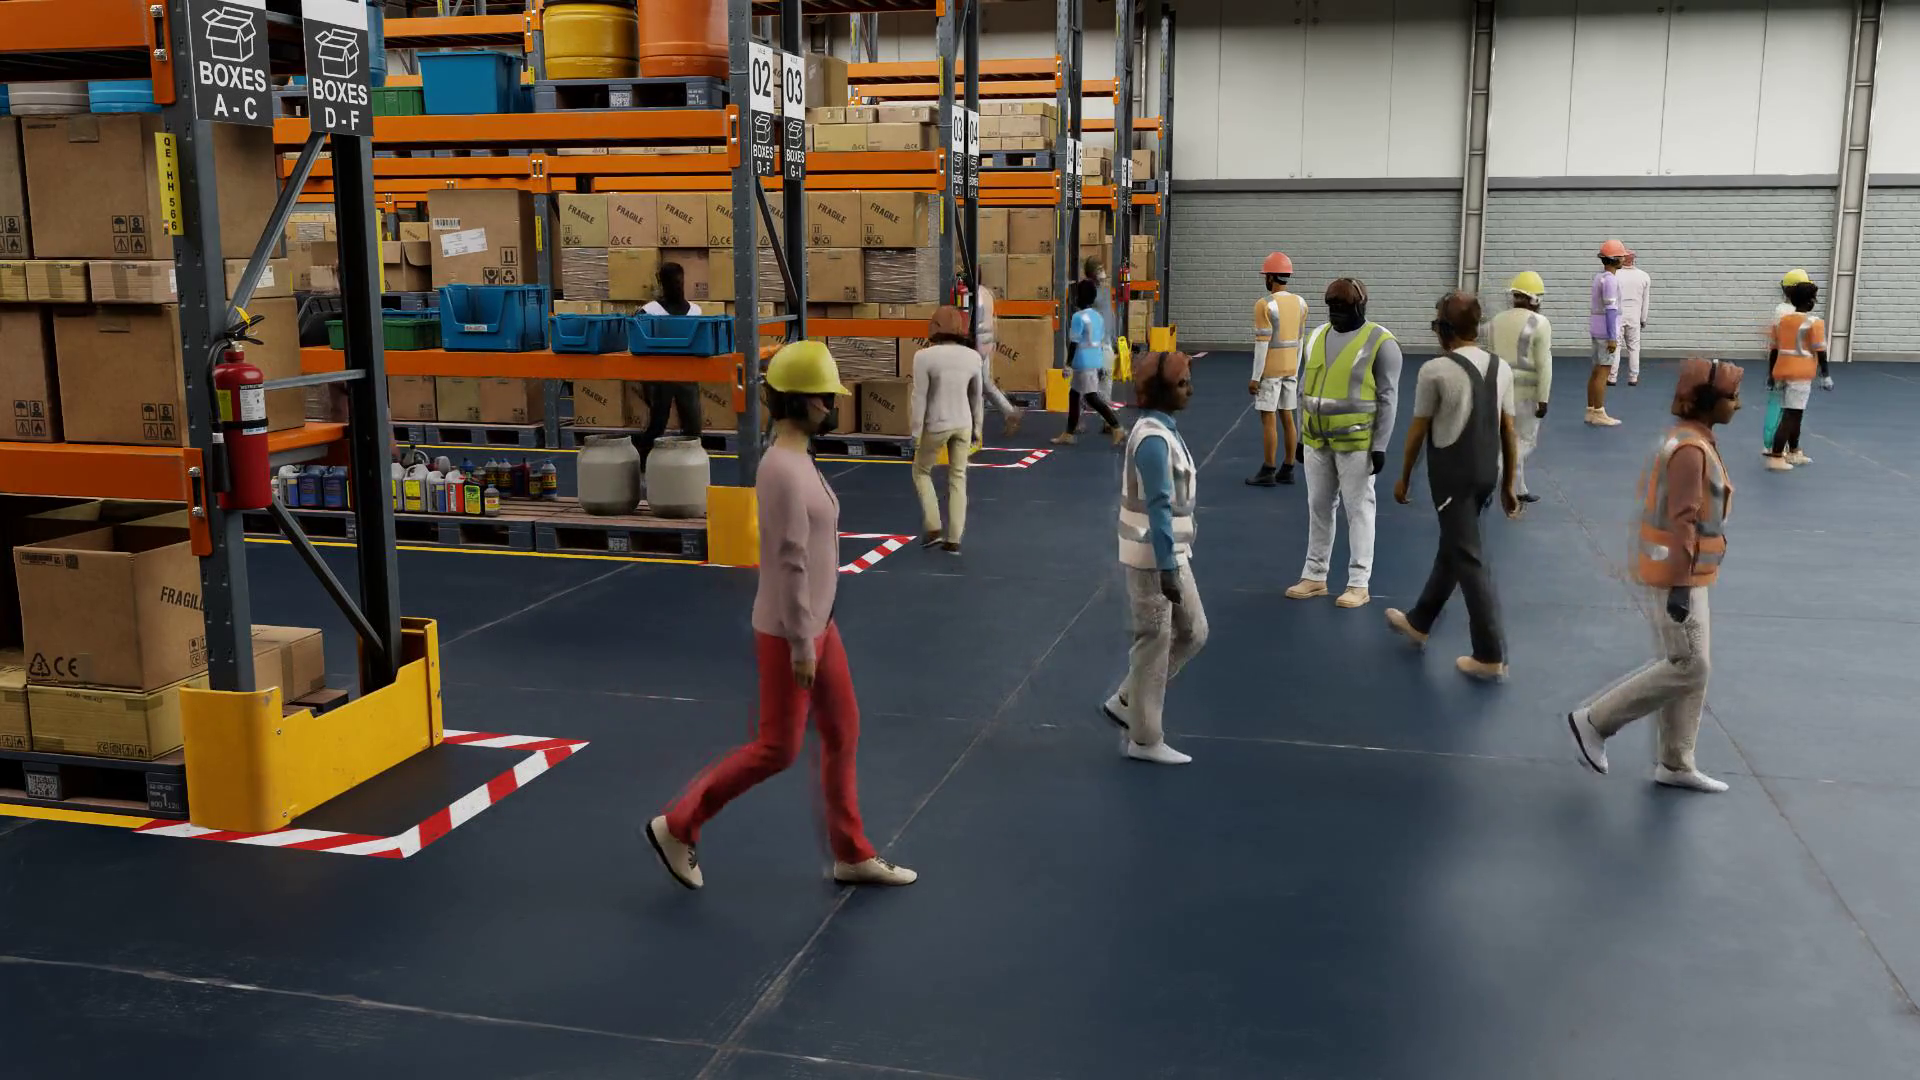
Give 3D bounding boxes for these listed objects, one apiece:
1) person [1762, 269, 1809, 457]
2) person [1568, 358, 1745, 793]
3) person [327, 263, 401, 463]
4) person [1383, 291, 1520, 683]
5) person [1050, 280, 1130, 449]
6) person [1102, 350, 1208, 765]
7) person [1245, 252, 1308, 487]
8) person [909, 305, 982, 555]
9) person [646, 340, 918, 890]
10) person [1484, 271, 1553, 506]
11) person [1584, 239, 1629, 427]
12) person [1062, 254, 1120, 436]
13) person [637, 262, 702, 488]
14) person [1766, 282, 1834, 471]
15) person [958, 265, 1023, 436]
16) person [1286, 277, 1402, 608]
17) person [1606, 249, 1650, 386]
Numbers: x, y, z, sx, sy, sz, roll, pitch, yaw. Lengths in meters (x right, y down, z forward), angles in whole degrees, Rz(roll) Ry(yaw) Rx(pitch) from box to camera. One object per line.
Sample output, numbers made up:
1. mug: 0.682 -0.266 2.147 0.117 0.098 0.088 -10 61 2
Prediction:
1. person: 7.849 -1.670 15.756 0.311 1.769 0.525 10 14 42
2. person: 2.604 0.137 6.131 0.471 1.620 0.538 5 11 26
3. person: -4.998 -1.407 13.985 0.873 1.872 0.683 3 11 18
4. person: 2.325 -0.275 7.936 0.498 1.792 0.935 -5 12 -28
5. person: 1.302 -1.723 16.353 0.862 1.655 0.522 5 11 24
6. person: 0.788 0.082 6.429 0.367 1.626 0.523 3 11 16
7. person: 2.613 -1.406 13.815 0.544 1.939 0.354 -8 13 -36
8. person: -0.102 -0.712 10.837 0.538 1.618 0.403 -5 11 -25
9. person: -0.557 0.255 5.129 0.781 1.740 0.528 1 10 3
10. person: 4.195 -1.132 12.646 0.716 1.815 0.604 -5 11 -26
11. person: 7.127 -2.273 18.309 0.357 2.047 0.615 1 10 7
12. person: 1.408 -2.032 17.403 0.678 1.898 0.701 4 11 23
13. person: -2.346 -1.297 13.400 0.608 1.877 0.990 -9 14 -41
14. person: 7.485 -1.438 14.728 0.712 1.673 0.542 -2 10 -13
15. person: 0.206 -1.950 17.188 0.833 1.818 0.634 4 11 22
16. person: 2.132 -0.545 9.324 0.429 1.838 0.621 -9 14 -41
17. person: 9.316 -3.113 23.359 0.643 1.910 0.400 1 10 5
